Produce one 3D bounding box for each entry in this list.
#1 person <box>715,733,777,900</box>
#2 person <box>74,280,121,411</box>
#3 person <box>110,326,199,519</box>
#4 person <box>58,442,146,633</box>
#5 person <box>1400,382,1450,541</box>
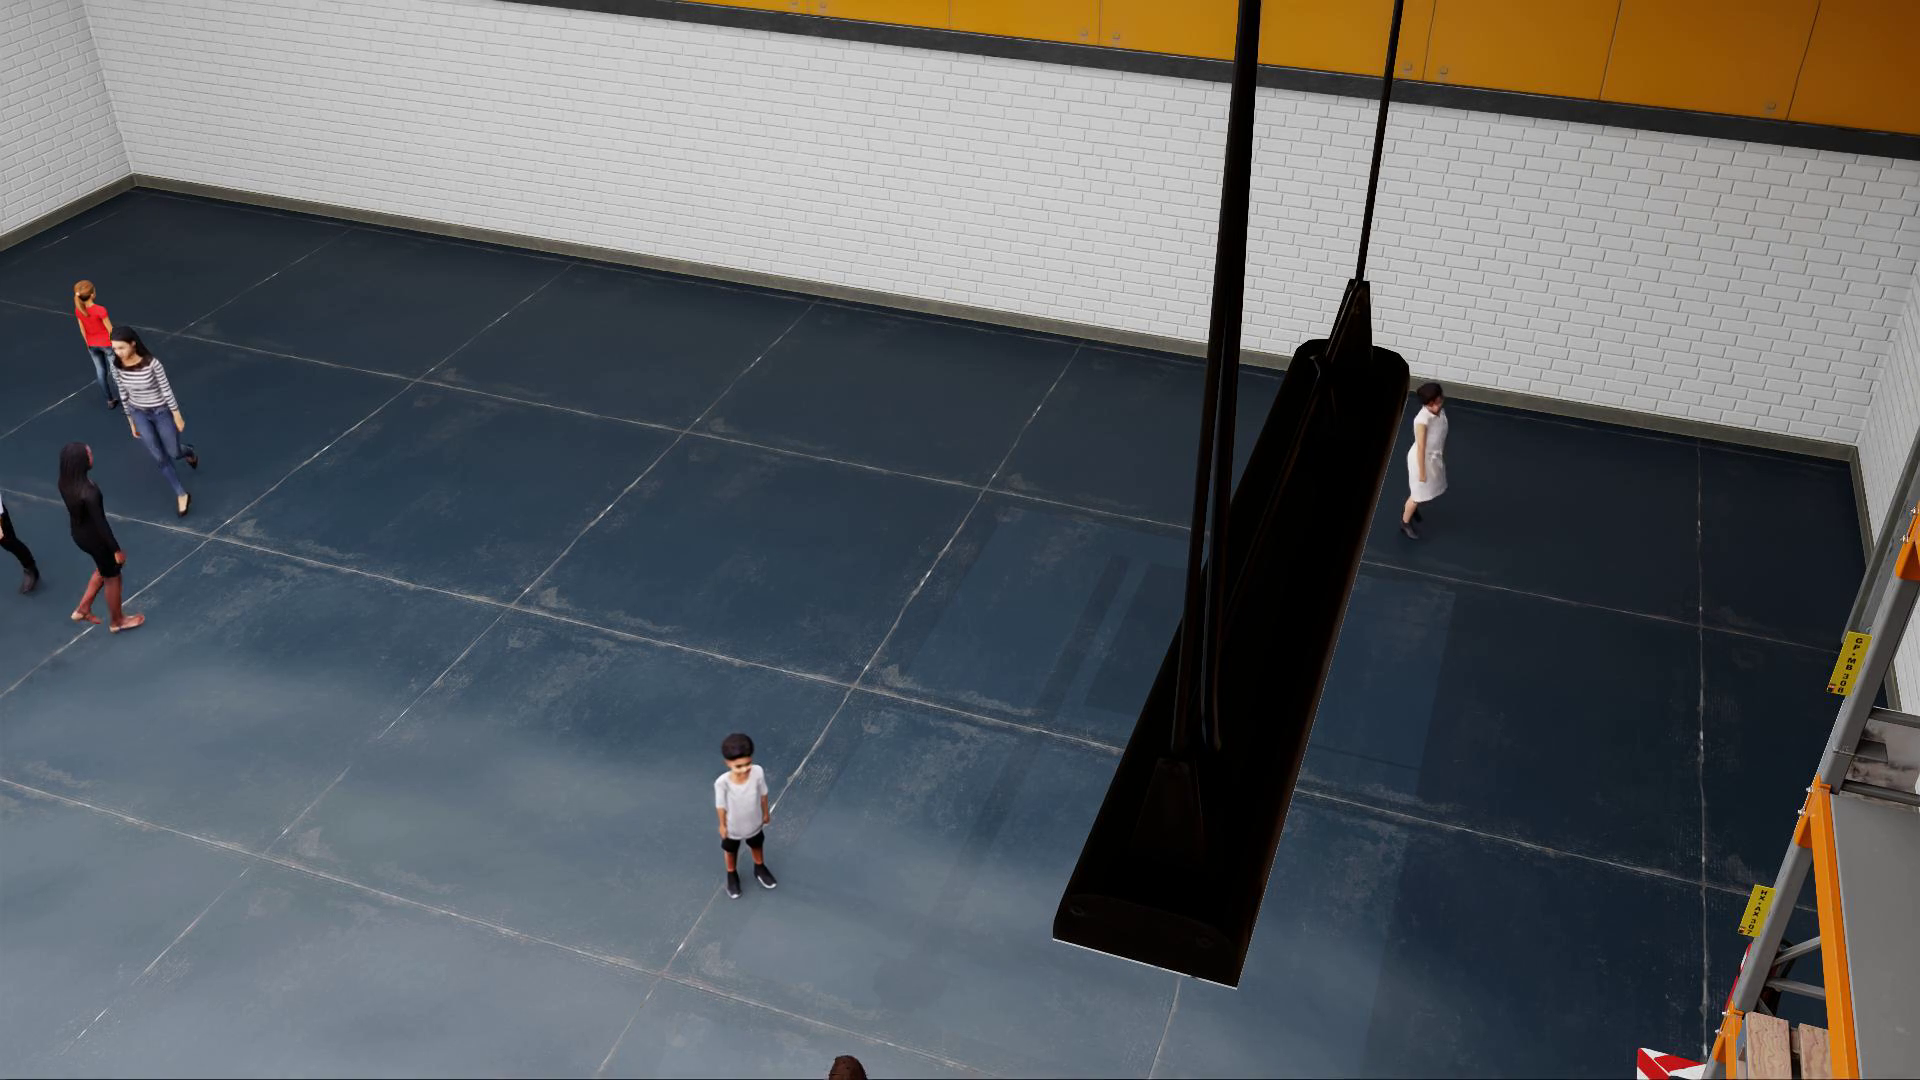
[{"bbox_3d":[-1.373,1.714,10.466,0.566,1.253,0.619,-12,36,-18],"label":"person"},{"bbox_3d":[-8.148,-1.848,15.774,0.523,1.311,0.547,3,34,5],"label":"person"},{"bbox_3d":[-6.827,-1.051,14.159,0.804,1.769,0.966,-4,34,-5],"label":"person"},{"bbox_3d":[-6.606,0.050,12.564,0.812,1.703,0.863,27,42,34],"label":"person"},{"bbox_3d":[3.849,-0.659,13.792,0.761,1.523,0.622,13,36,18],"label":"person"}]
